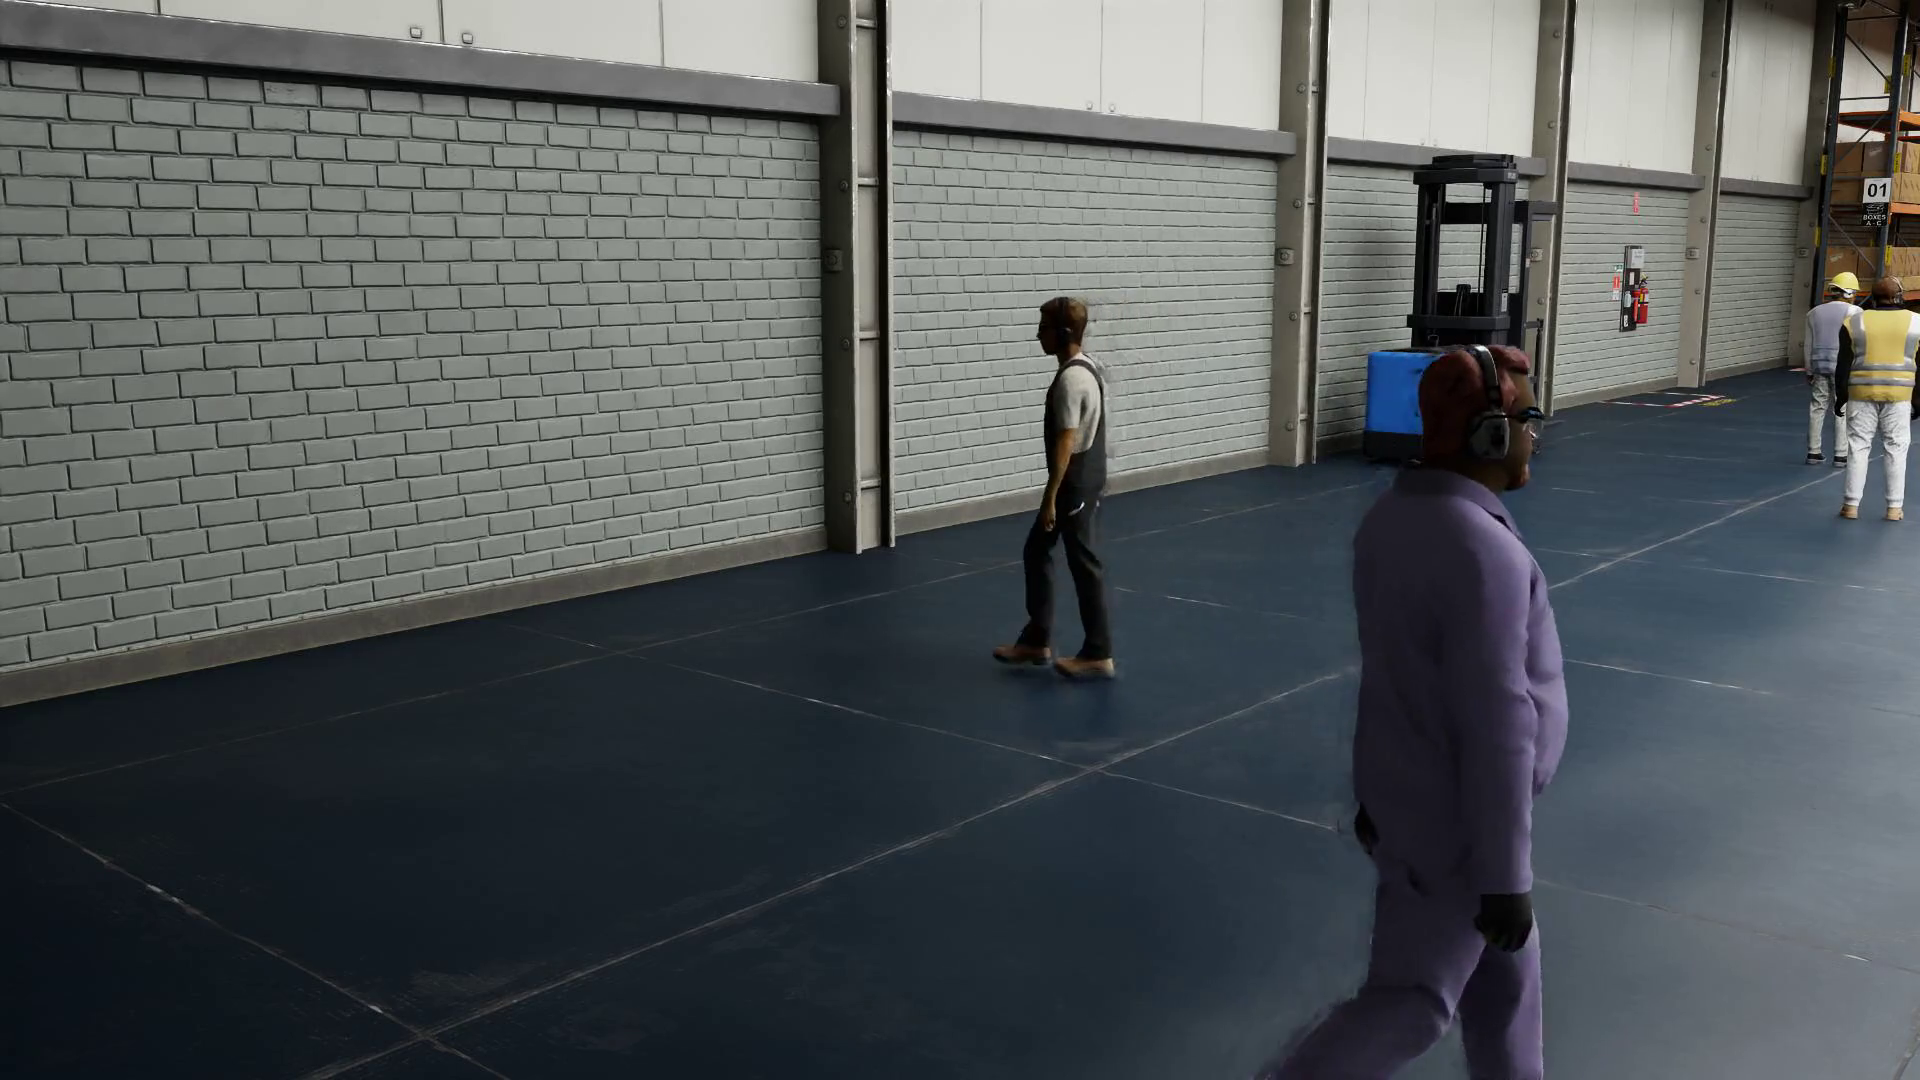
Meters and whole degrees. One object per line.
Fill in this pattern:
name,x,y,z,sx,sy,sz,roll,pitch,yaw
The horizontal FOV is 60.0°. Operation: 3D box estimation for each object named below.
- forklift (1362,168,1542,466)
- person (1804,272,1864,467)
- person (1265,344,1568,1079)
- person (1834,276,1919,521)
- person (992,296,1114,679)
forklift,4.875,-2.212,16.287,1.129,2.768,1.873,8,13,40
person,8.338,-1.624,15.824,0.403,1.824,0.586,-6,12,-30
person,0.943,0.537,3.366,0.939,1.871,0.646,0,10,1
person,7.001,-1.079,12.678,0.624,1.841,0.430,5,11,24
person,0.416,-0.243,7.948,0.743,1.821,0.554,1,10,7
